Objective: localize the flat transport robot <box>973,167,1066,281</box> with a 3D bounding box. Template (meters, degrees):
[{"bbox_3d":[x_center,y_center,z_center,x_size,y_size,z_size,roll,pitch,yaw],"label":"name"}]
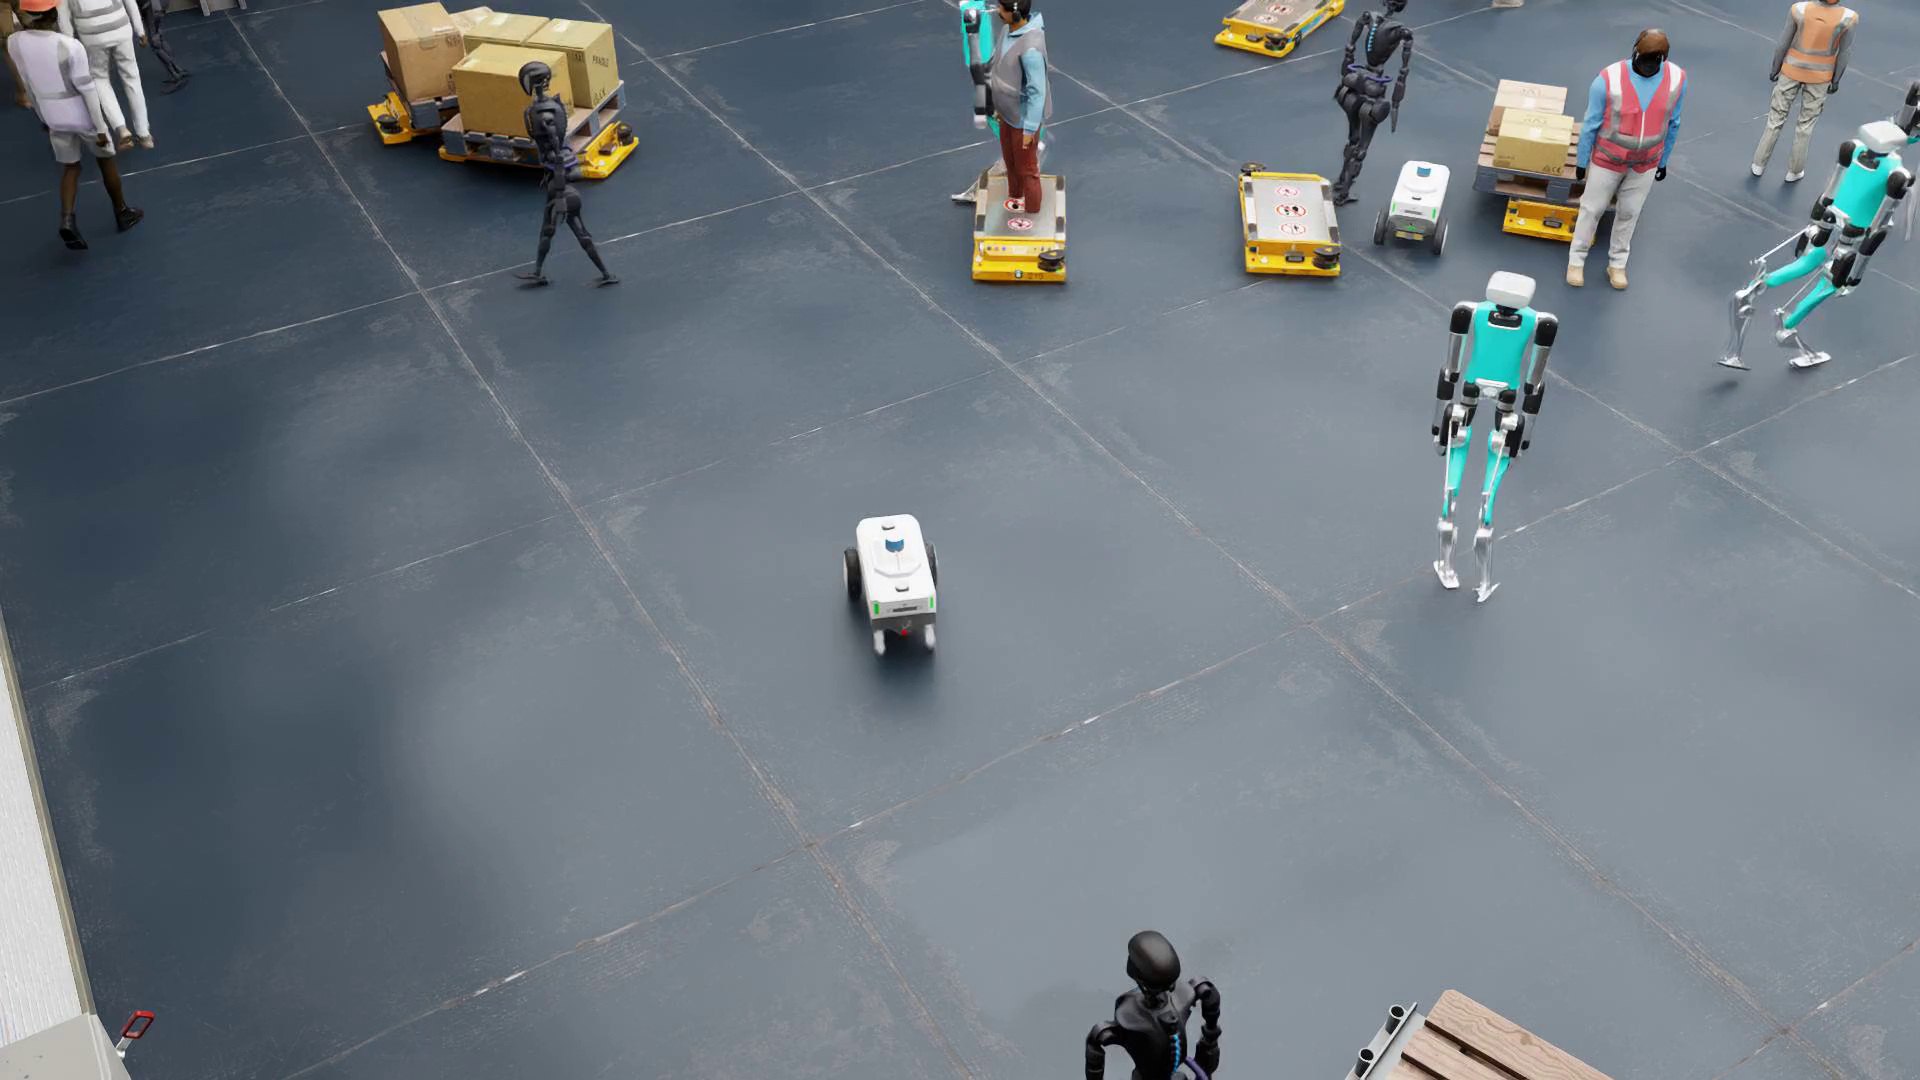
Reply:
[{"bbox_3d":[0.446,-2.330,12.232,0.659,0.231,1.431,2,38,2],"label":"flat transport robot"}]

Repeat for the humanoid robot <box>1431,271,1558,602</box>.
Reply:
[{"bbox_3d":[2.715,-0.462,8.700,0.552,1.769,0.801,11,40,14],"label":"humanoid robot"}]

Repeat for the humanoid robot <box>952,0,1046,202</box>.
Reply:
[{"bbox_3d":[0.425,-3.236,12.223,0.932,1.777,0.579,5,39,6],"label":"humanoid robot"}]

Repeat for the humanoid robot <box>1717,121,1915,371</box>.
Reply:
[{"bbox_3d":[5.191,-1.698,10.297,1.031,1.770,0.537,-11,40,-13],"label":"humanoid robot"}]

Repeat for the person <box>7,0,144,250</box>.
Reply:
[{"bbox_3d":[-6.283,-2.960,11.701,0.544,1.916,0.769,2,38,2],"label":"person"}]

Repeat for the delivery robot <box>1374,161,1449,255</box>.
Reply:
[{"bbox_3d":[3.348,-2.464,12.168,0.499,0.592,0.774,13,40,15],"label":"delivery robot"}]

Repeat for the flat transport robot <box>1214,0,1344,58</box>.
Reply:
[{"bbox_3d":[2.971,-4.833,15.390,0.659,0.231,1.431,22,43,26],"label":"flat transport robot"}]

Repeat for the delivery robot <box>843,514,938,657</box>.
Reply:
[{"bbox_3d":[-0.343,0.201,8.816,0.499,0.606,0.807,-6,39,-8],"label":"delivery robot"}]

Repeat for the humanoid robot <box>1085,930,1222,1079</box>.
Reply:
[{"bbox_3d":[0.638,1.934,5.746,0.613,1.619,0.759,-20,42,-23],"label":"humanoid robot"}]

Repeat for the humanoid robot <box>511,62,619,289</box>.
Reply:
[{"bbox_3d":[-2.767,-2.419,11.236,0.724,1.631,0.609,-14,41,-17],"label":"humanoid robot"}]

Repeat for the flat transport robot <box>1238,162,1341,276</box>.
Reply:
[{"bbox_3d":[2.421,-2.376,12.290,0.659,0.231,1.431,3,39,4],"label":"flat transport robot"}]

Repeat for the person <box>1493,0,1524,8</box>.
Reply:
[{"bbox_3d":[5.174,-5.870,15.403,0.416,1.874,0.598,-1,38,-1],"label":"person"}]

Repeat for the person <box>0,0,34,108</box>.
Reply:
[{"bbox_3d":[-7.846,-4.444,13.694,0.521,1.766,0.373,-27,46,-30],"label":"person"}]

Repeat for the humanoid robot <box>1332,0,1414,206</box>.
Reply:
[{"bbox_3d":[3.010,-3.327,12.369,0.485,1.628,0.616,-27,46,-30],"label":"humanoid robot"}]

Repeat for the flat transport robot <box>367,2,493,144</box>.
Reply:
[{"bbox_3d":[-4.160,-3.637,13.881,1.431,0.231,0.659,-17,42,-21],"label":"flat transport robot"}]

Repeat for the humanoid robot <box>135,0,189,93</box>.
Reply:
[{"bbox_3d":[-6.881,-4.641,14.020,0.589,1.649,0.437,25,45,28],"label":"humanoid robot"}]

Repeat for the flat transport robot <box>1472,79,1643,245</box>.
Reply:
[{"bbox_3d":[4.549,-2.679,12.672,0.659,0.231,1.431,13,40,15],"label":"flat transport robot"}]

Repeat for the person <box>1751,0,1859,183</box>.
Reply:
[{"bbox_3d":[6.411,-3.514,12.619,0.514,1.641,0.308,21,43,24],"label":"person"}]

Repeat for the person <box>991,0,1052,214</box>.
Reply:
[{"bbox_3d":[0.429,-3.008,11.791,0.411,1.877,0.539,-14,40,-17],"label":"person"}]

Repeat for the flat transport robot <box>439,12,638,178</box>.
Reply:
[{"bbox_3d":[-3.371,-3.183,13.308,1.431,0.231,0.659,9,39,12],"label":"flat transport robot"}]

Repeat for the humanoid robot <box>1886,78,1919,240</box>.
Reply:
[{"bbox_3d":[6.931,-2.990,11.931,0.546,1.834,0.759,6,39,7],"label":"humanoid robot"}]

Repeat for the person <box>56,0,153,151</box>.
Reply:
[{"bbox_3d":[-6.648,-3.917,12.948,0.592,1.870,0.467,-20,43,-24],"label":"person"}]

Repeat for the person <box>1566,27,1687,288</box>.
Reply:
[{"bbox_3d":[4.501,-2.581,11.293,0.635,1.832,0.430,2,38,2],"label":"person"}]
